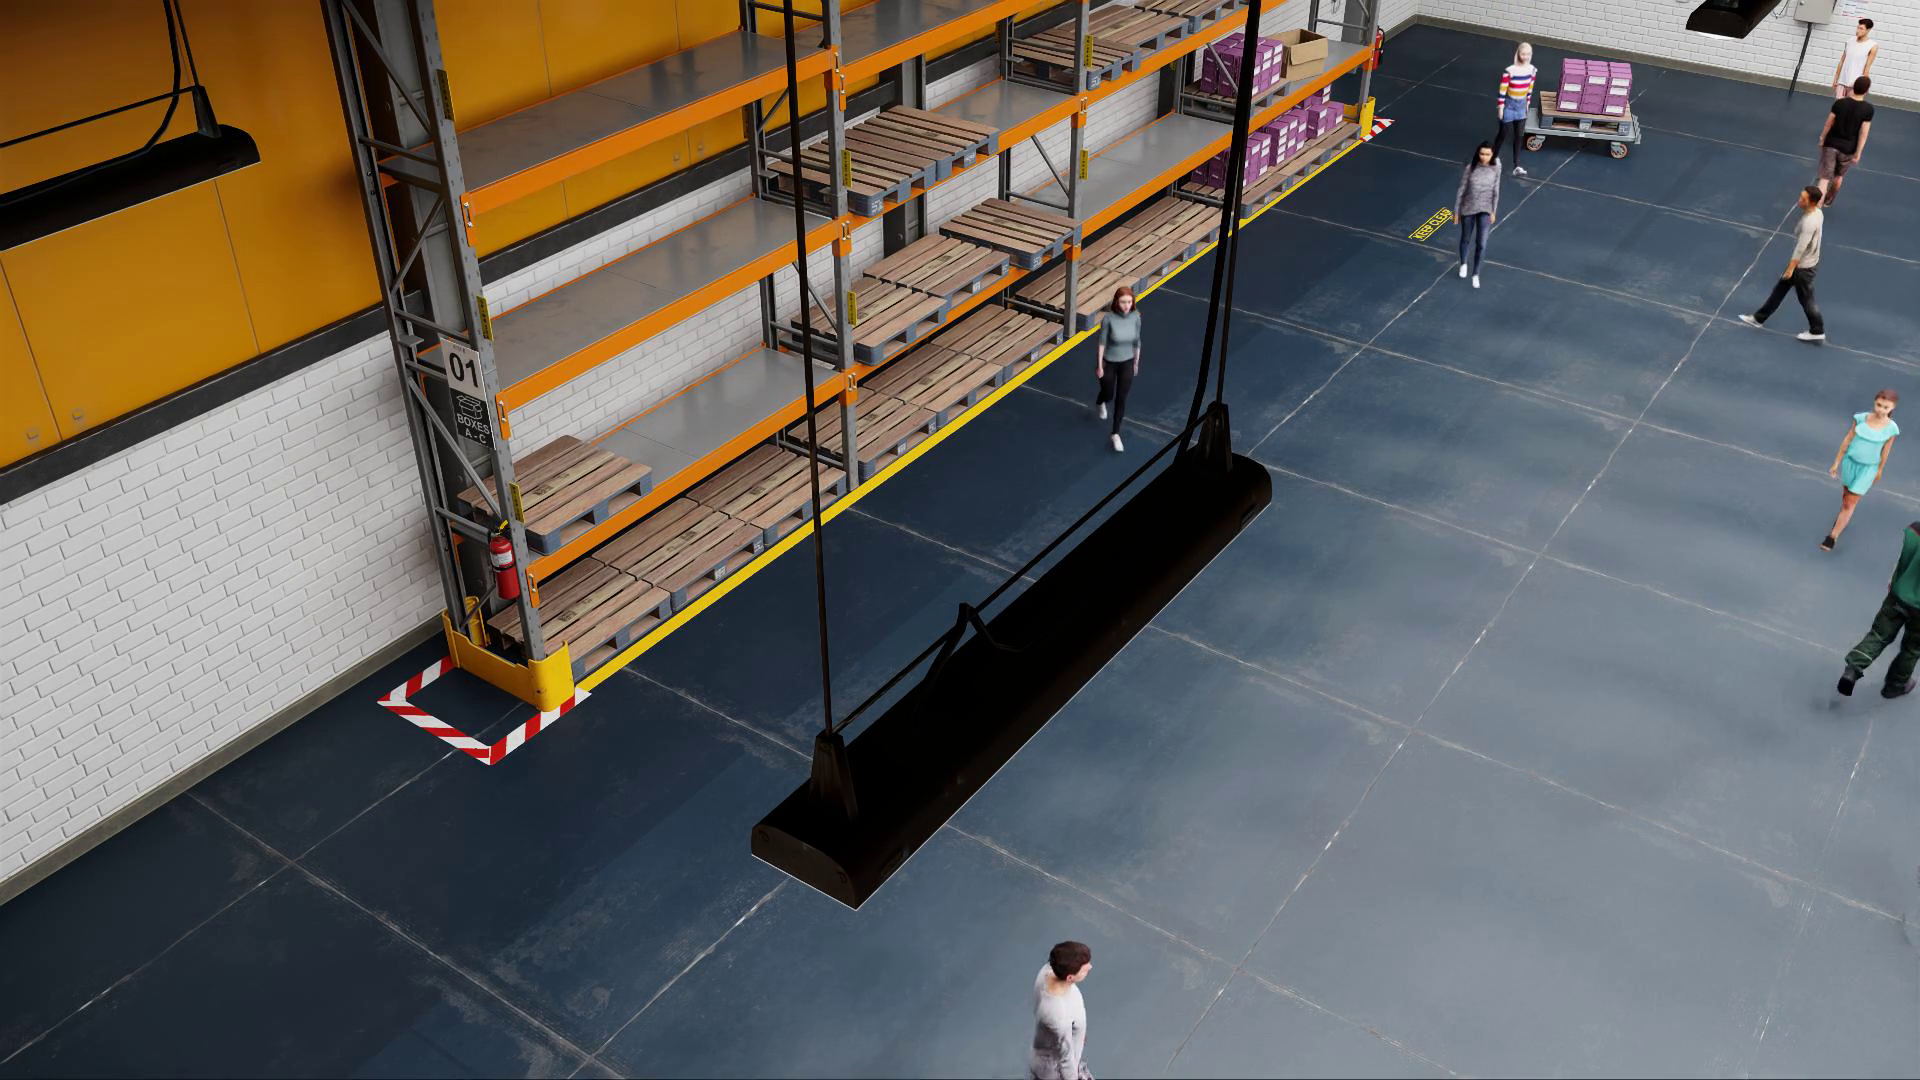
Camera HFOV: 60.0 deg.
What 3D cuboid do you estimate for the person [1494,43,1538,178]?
[{"bbox_3d":[7.480,-5.878,22.608,1.082,1.770,1.157,-5,34,-7],"label":"person"}]

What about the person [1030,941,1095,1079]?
[{"bbox_3d":[0.449,2.929,9.300,0.859,1.835,0.798,0,34,0],"label":"person"}]

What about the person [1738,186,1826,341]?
[{"bbox_3d":[9.390,-3.012,18.298,0.913,1.768,1.155,16,37,23],"label":"person"}]

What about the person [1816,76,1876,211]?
[{"bbox_3d":[11.170,-4.946,21.165,0.818,1.816,1.260,14,36,20],"label":"person"}]

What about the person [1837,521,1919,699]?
[{"bbox_3d":[7.361,0.491,12.922,1.151,1.885,0.961,-17,37,-23],"label":"person"}]

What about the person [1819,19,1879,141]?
[{"bbox_3d":[12.615,-6.471,23.494,0.734,1.778,0.734,-17,37,-23],"label":"person"}]

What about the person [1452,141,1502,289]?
[{"bbox_3d":[6.122,-3.928,19.727,0.851,1.712,0.998,8,34,12],"label":"person"}]

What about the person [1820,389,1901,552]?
[{"bbox_3d":[8.150,-0.689,15.028,1.094,1.518,0.700,-27,42,-35],"label":"person"}]

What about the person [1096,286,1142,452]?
[{"bbox_3d":[1.533,-1.747,16.427,0.945,1.732,0.991,-8,34,-12],"label":"person"}]
